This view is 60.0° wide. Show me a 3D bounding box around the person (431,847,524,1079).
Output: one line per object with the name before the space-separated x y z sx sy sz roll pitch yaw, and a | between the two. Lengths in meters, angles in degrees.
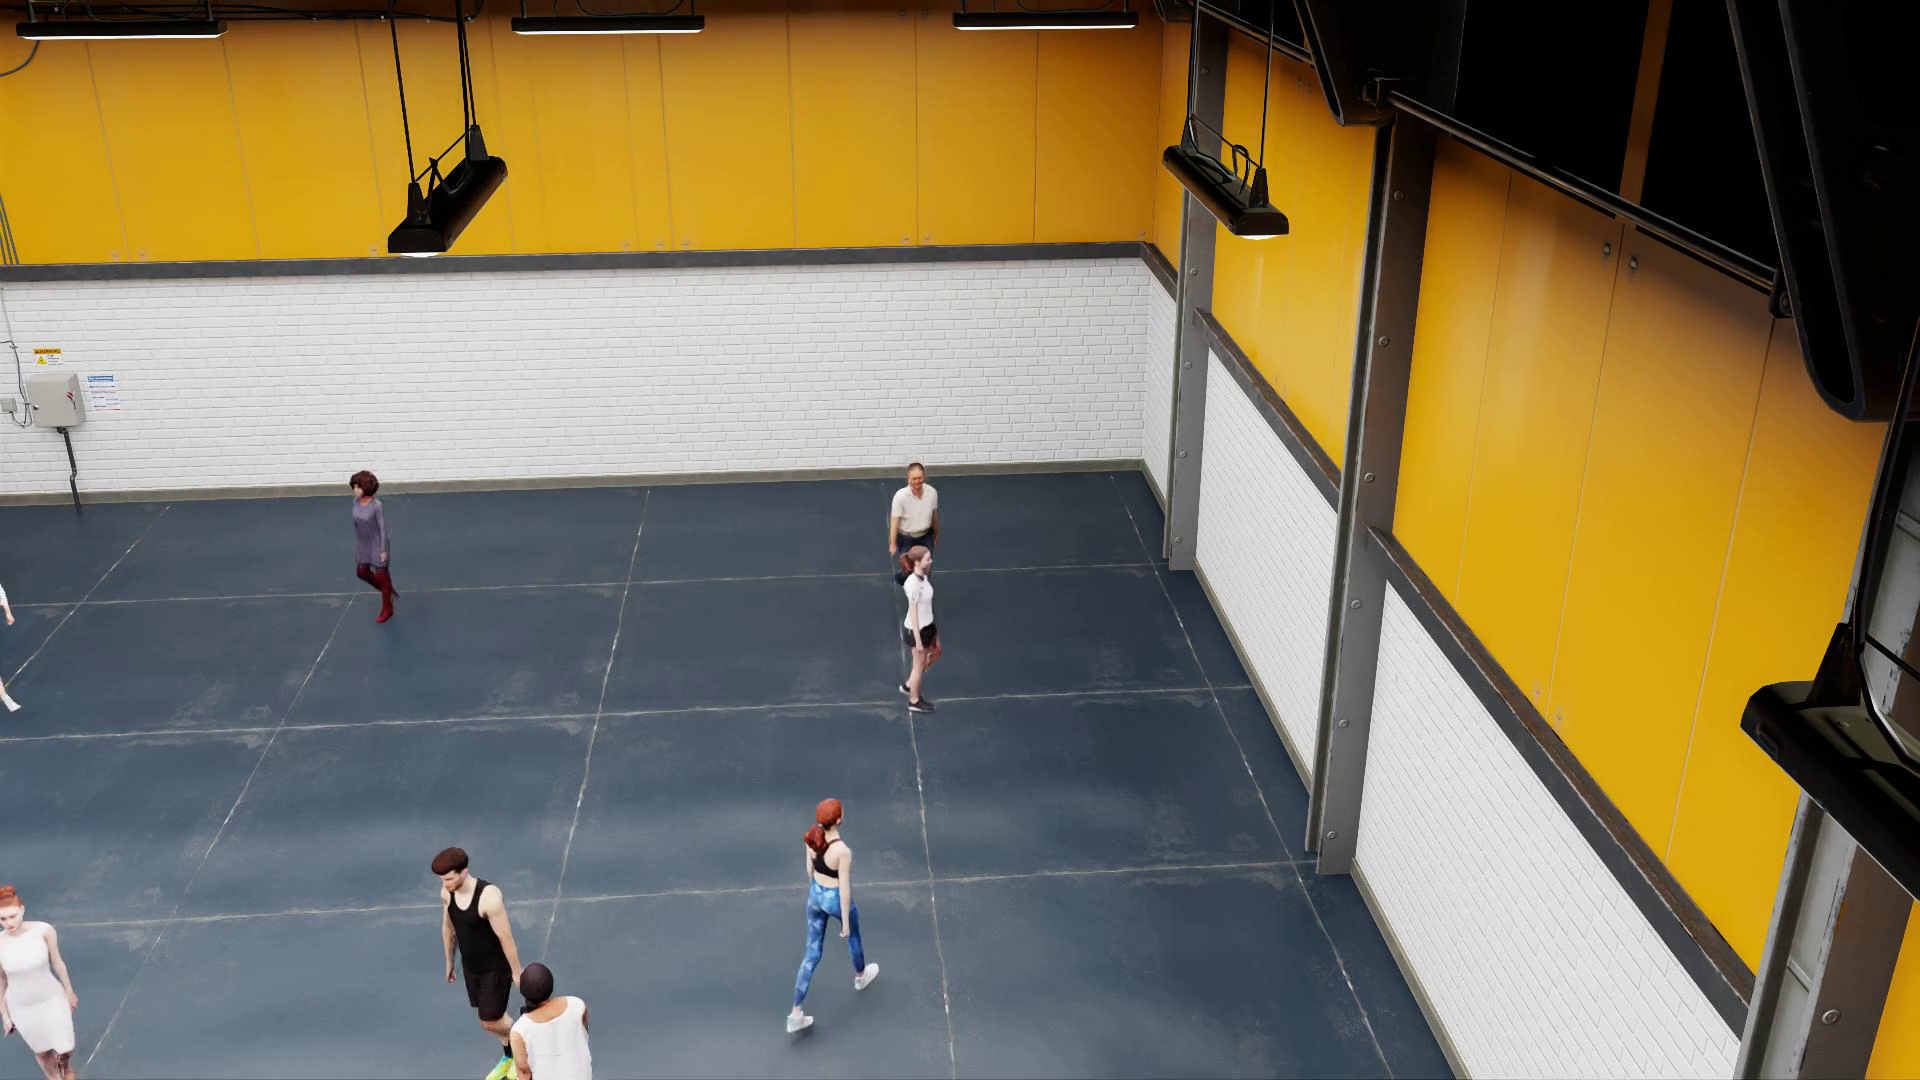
person | -3.120 2.791 11.168 0.880 1.862 0.917 12 26 25

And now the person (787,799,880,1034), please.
person | -0.971 2.647 11.649 1.105 1.740 1.250 15 28 31

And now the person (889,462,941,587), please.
person | -0.490 -0.026 17.672 0.834 1.814 1.194 -7 25 -16

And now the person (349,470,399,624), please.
person | -6.164 0.048 17.646 0.750 1.700 0.805 11 26 24

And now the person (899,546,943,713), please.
person | -0.462 0.844 15.774 0.742 1.741 0.663 5 24 11

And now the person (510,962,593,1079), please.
person | -2.452 3.354 10.141 0.955 1.654 1.206 -13 27 -27

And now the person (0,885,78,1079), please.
person | -5.998 2.980 10.835 0.722 1.782 0.801 -12 26 -25

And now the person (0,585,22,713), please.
person | -9.399 0.791 15.947 1.124 1.699 1.084 18 29 35
